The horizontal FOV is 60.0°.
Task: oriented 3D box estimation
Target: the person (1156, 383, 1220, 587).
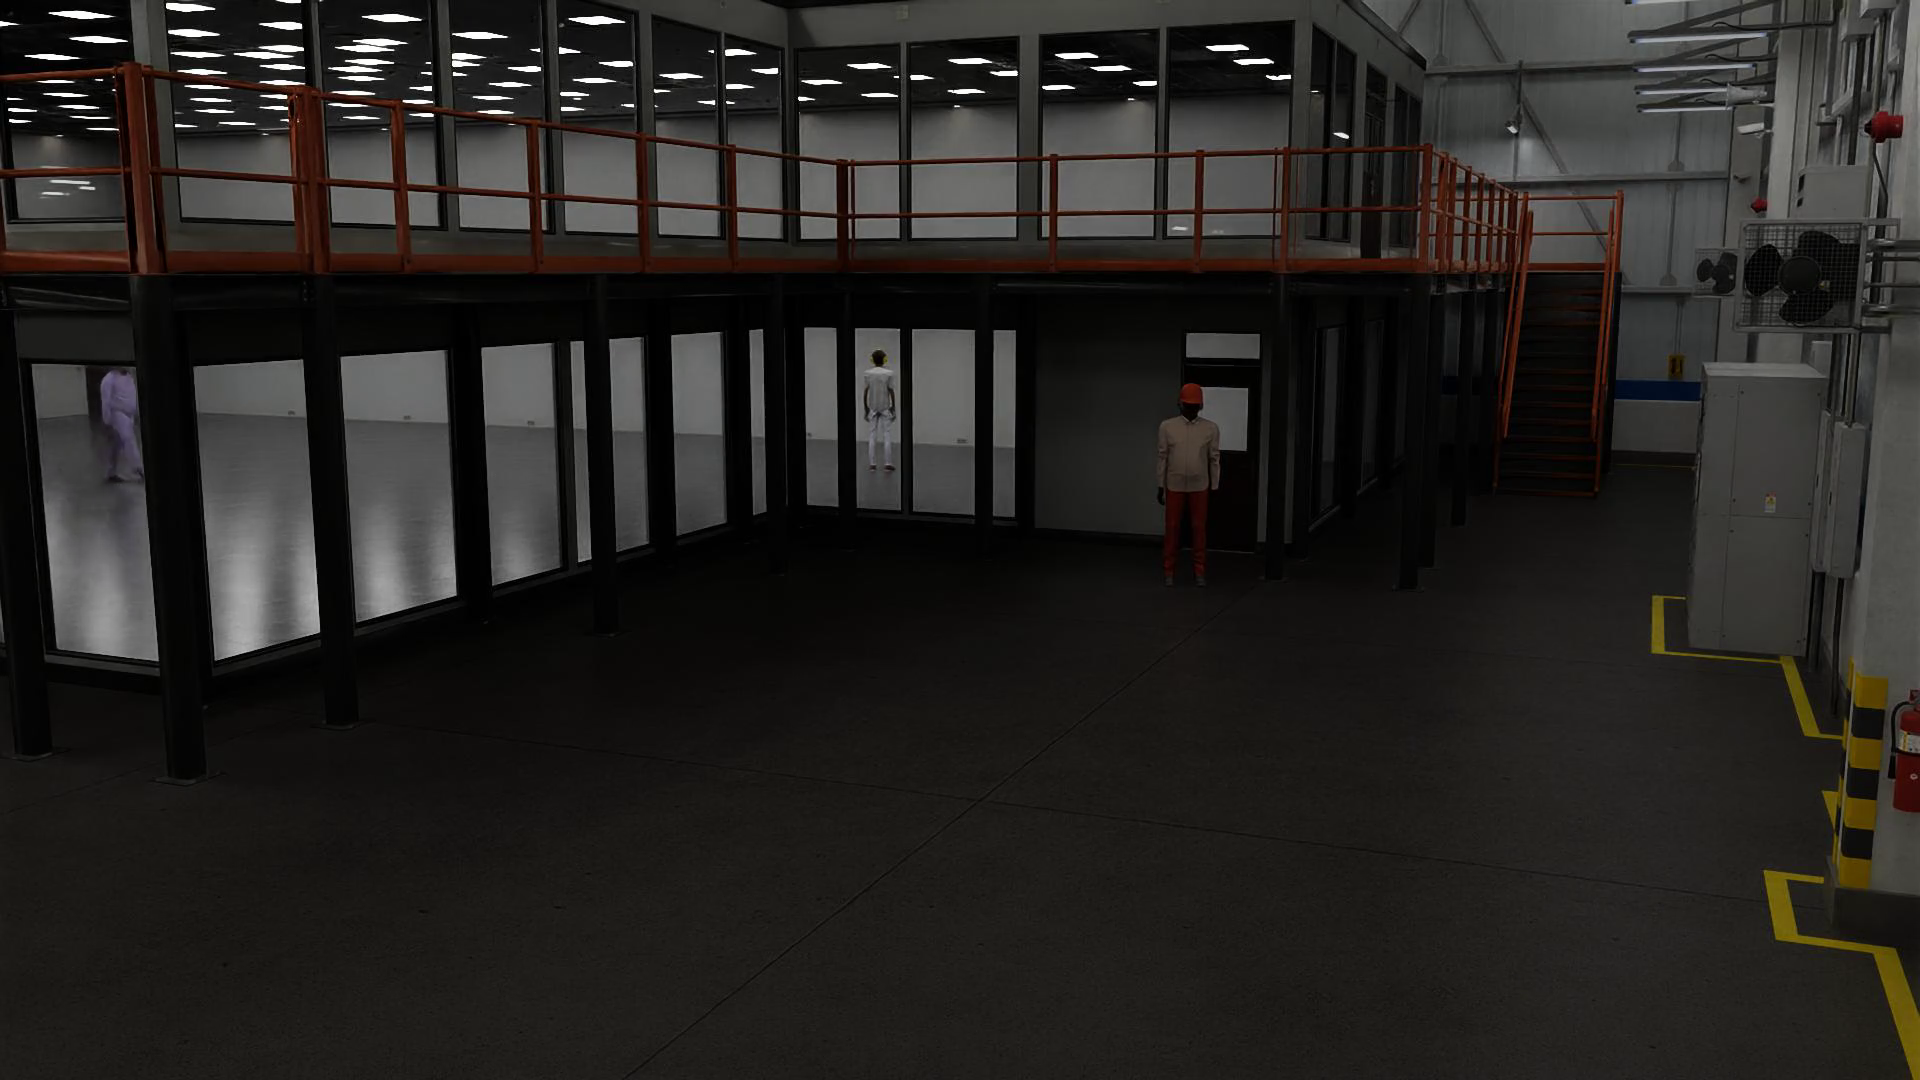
[{"bbox_3d":[2.204,-0.525,16.075,0.615,1.988,0.399,1,9,4],"label":"person"}]
